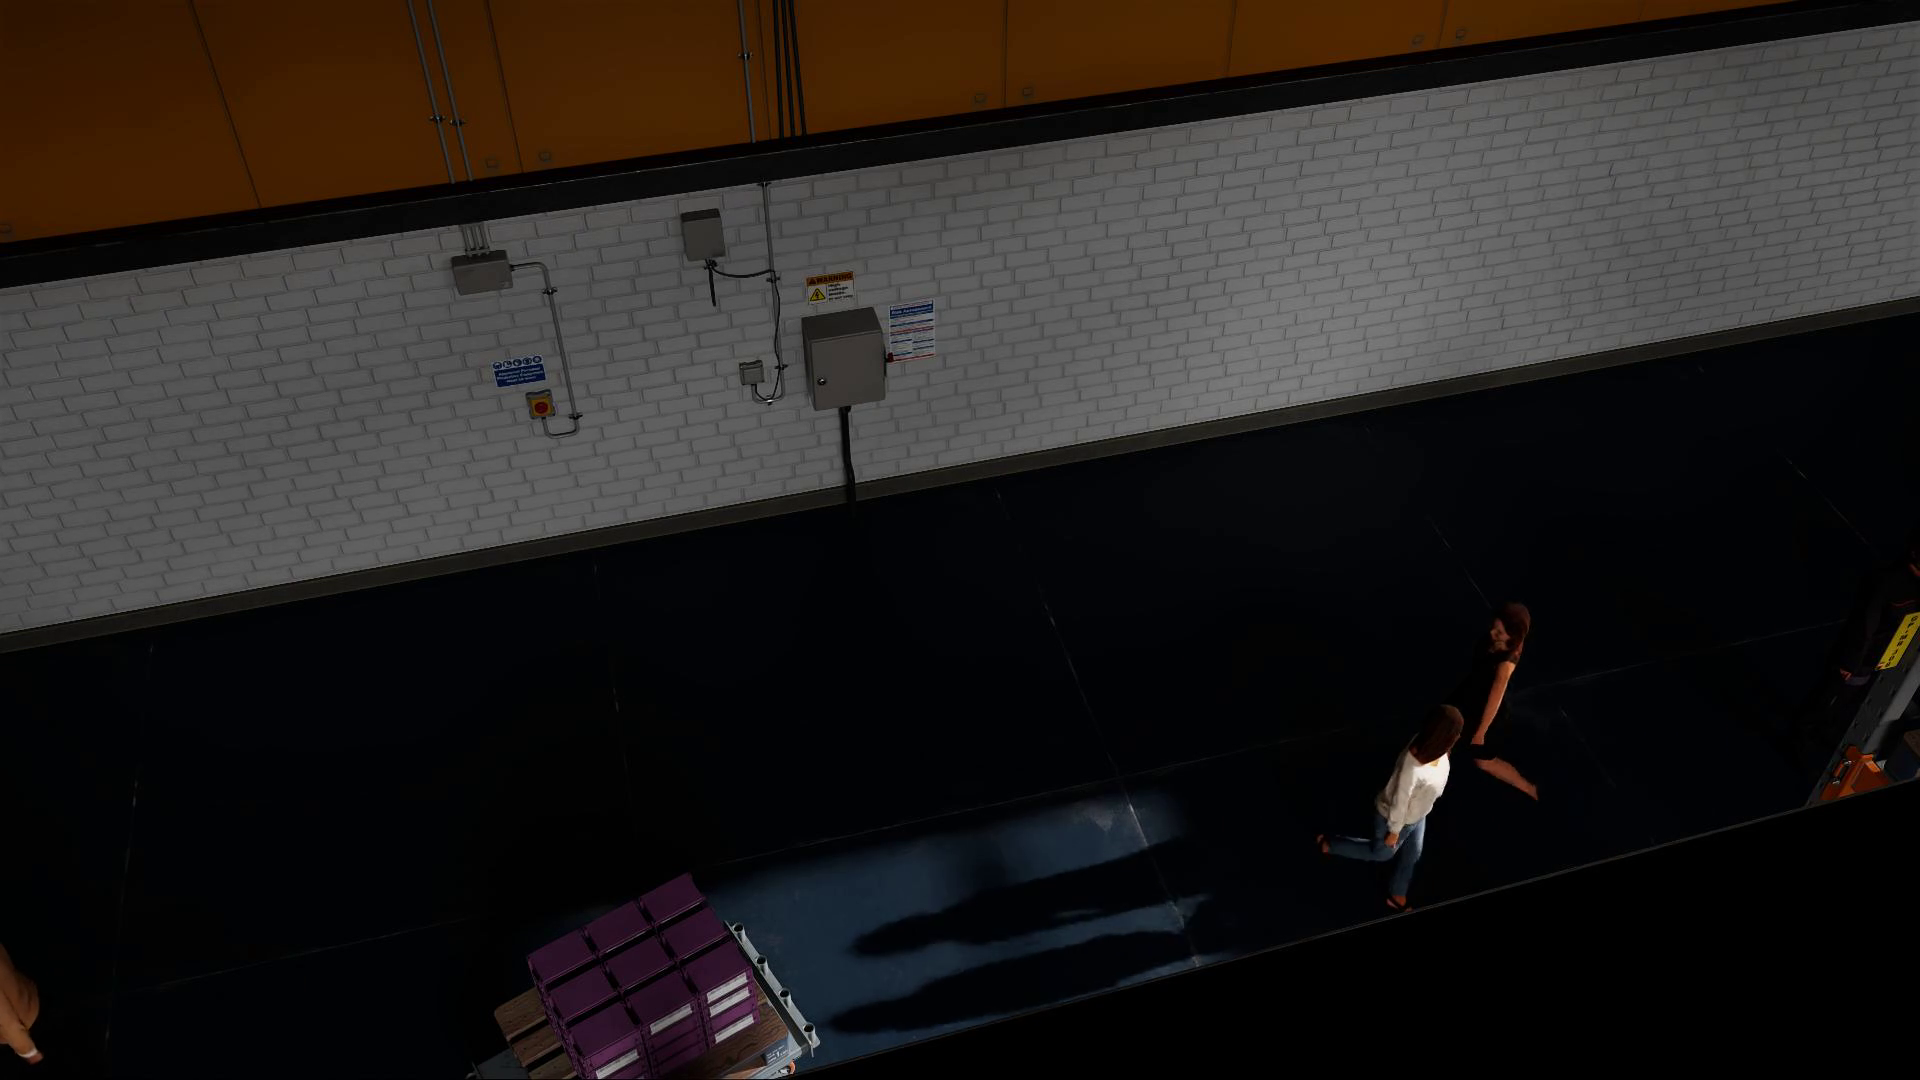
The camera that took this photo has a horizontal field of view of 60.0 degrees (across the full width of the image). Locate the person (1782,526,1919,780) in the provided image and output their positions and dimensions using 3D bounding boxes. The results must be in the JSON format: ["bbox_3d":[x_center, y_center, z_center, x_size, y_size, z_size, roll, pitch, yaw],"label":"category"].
[{"bbox_3d":[5.463,0.629,10.016,0.763,1.945,0.700,-23,48,-22],"label":"person"}]

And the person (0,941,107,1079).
[{"bbox_3d":[-4.666,2.377,8.329,0.823,1.741,0.782,-21,47,-20],"label":"person"}]

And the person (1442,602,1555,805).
[{"bbox_3d":[3.122,1.033,9.692,0.957,1.807,1.108,8,44,9],"label":"person"}]

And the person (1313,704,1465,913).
[{"bbox_3d":[2.403,1.483,9.341,1.104,1.640,0.982,31,52,29],"label":"person"}]
